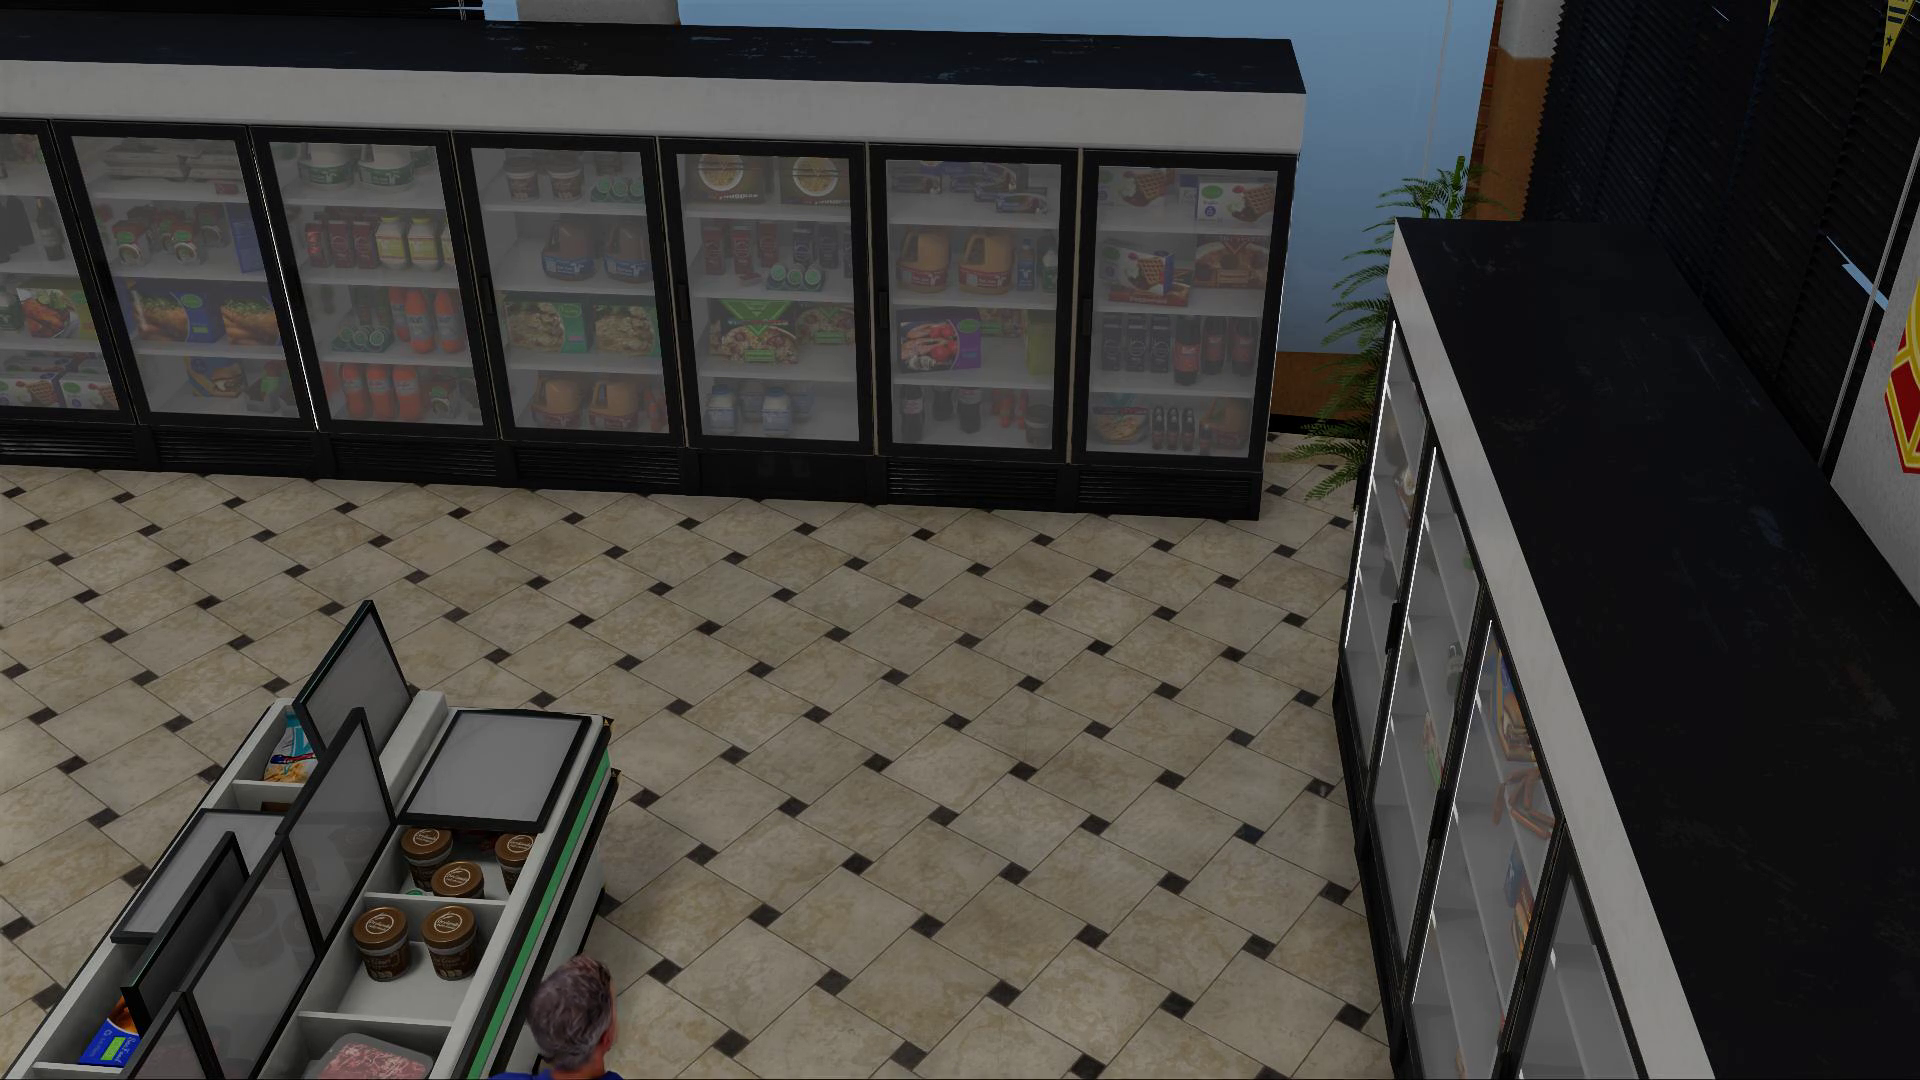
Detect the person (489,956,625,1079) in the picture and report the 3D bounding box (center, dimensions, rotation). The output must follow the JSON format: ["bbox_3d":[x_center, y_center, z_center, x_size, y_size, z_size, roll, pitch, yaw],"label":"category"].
[{"bbox_3d":[-0.863,1.800,4.124,0.738,1.751,0.570,6,32,9],"label":"person"}]
